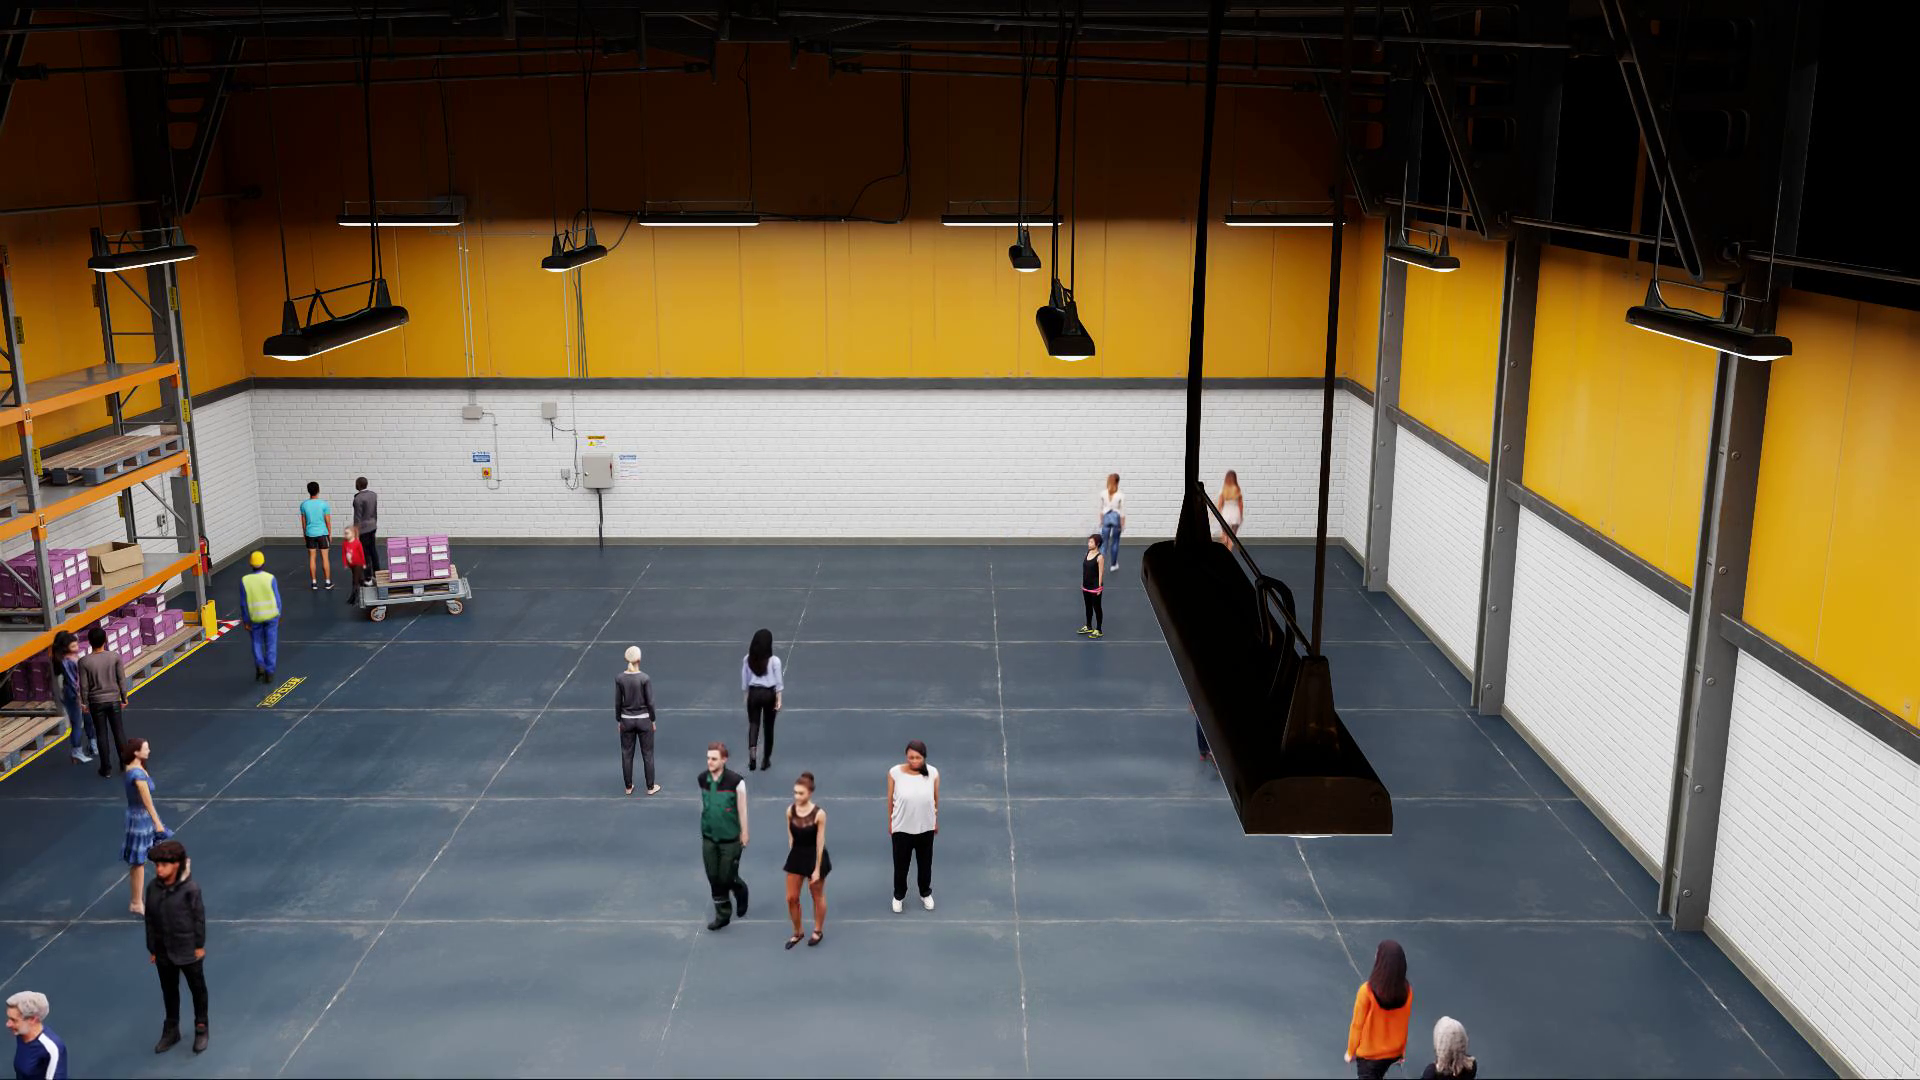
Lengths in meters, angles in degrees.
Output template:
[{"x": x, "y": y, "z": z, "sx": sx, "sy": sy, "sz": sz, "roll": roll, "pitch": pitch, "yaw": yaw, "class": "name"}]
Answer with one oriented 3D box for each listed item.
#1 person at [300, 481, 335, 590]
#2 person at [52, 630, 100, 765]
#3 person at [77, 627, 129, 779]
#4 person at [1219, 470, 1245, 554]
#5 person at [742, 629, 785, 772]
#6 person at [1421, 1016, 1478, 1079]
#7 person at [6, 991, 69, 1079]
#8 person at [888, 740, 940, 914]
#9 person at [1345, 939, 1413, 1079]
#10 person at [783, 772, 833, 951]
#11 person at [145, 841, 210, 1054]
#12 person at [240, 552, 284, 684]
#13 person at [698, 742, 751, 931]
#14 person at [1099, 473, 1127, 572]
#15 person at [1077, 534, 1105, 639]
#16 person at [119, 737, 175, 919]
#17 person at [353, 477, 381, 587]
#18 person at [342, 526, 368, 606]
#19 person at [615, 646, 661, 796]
[{"x": -10.548, "y": -0.077, "z": 27.265, "sx": 0.652, "sy": 1.773, "sz": 0.589, "roll": -3, "pitch": 14, "yaw": -13, "class": "person"}, {"x": -10.481, "y": 1.859, "z": 19.590, "sx": 0.705, "sy": 1.621, "sz": 0.604, "roll": -5, "pitch": 14, "yaw": -18, "class": "person"}, {"x": -9.902, "y": 1.868, "z": 19.244, "sx": 0.714, "sy": 1.767, "sz": 0.737, "roll": -7, "pitch": 15, "yaw": -26, "class": "person"}, {"x": 4.644, "y": -0.325, "z": 28.564, "sx": 0.781, "sy": 1.644, "sz": 1.166, "roll": 4, "pitch": 14, "yaw": 15, "class": "person"}, {"x": -2.312, "y": 1.892, "z": 19.218, "sx": 0.706, "sy": 1.734, "sz": 0.876, "roll": 2, "pitch": 14, "yaw": 7, "class": "person"}, {"x": 3.190, "y": 3.959, "z": 10.764, "sx": 0.889, "sy": 1.695, "sz": 1.247, "roll": -5, "pitch": 14, "yaw": -19, "class": "person"}, {"x": -6.008, "y": 3.826, "z": 11.124, "sx": 1.056, "sy": 1.784, "sz": 1.240, "roll": 9, "pitch": 16, "yaw": 32, "class": "person"}, {"x": -0.436, "y": 2.715, "z": 15.919, "sx": 0.675, "sy": 1.687, "sz": 0.636, "roll": -1, "pitch": 14, "yaw": -6, "class": "person"}, {"x": 3.022, "y": 3.696, "z": 11.797, "sx": 0.956, "sy": 1.719, "sz": 1.171, "roll": -8, "pitch": 16, "yaw": -29, "class": "person"}, {"x": -1.341, "y": 2.901, "z": 15.202, "sx": 0.665, "sy": 1.663, "sz": 0.728, "roll": 5, "pitch": 14, "yaw": 19, "class": "person"}, {"x": -6.333, "y": 3.262, "z": 13.461, "sx": 0.612, "sy": 1.779, "sz": 0.576, "roll": 0, "pitch": 14, "yaw": -1, "class": "person"}, {"x": -9.438, "y": 1.061, "z": 22.501, "sx": 0.754, "sy": 1.802, "sz": 0.750, "roll": -5, "pitch": 14, "yaw": -20, "class": "person"}, {"x": -2.176, "y": 2.731, "z": 15.538, "sx": 0.804, "sy": 1.833, "sz": 0.880, "roll": 6, "pitch": 15, "yaw": 23, "class": "person"}, {"x": 2.549, "y": -0.279, "z": 28.222, "sx": 0.794, "sy": 1.714, "sz": 0.910, "roll": 5, "pitch": 15, "yaw": 21, "class": "person"}, {"x": 1.980, "y": 0.658, "z": 24.706, "sx": 0.681, "sy": 1.548, "sz": 0.595, "roll": -9, "pitch": 16, "yaw": -33, "class": "person"}, {"x": -7.775, "y": 2.731, "z": 15.643, "sx": 0.957, "sy": 1.784, "sz": 0.920, "roll": -9, "pitch": 16, "yaw": -34, "class": "person"}, {"x": -9.811, "y": -0.156, "z": 27.494, "sx": 0.843, "sy": 1.818, "sz": 0.655, "roll": 4, "pitch": 14, "yaw": 17, "class": "person"}, {"x": -9.575, "y": 0.390, "z": 26.462, "sx": 0.641, "sy": 1.243, "sz": 0.998, "roll": 2, "pitch": 14, "yaw": 10, "class": "person"}, {"x": -3.640, "y": 2.020, "z": 18.704, "sx": 0.612, "sy": 1.726, "sz": 0.527, "roll": 1, "pitch": 14, "yaw": 4, "class": "person"}]
